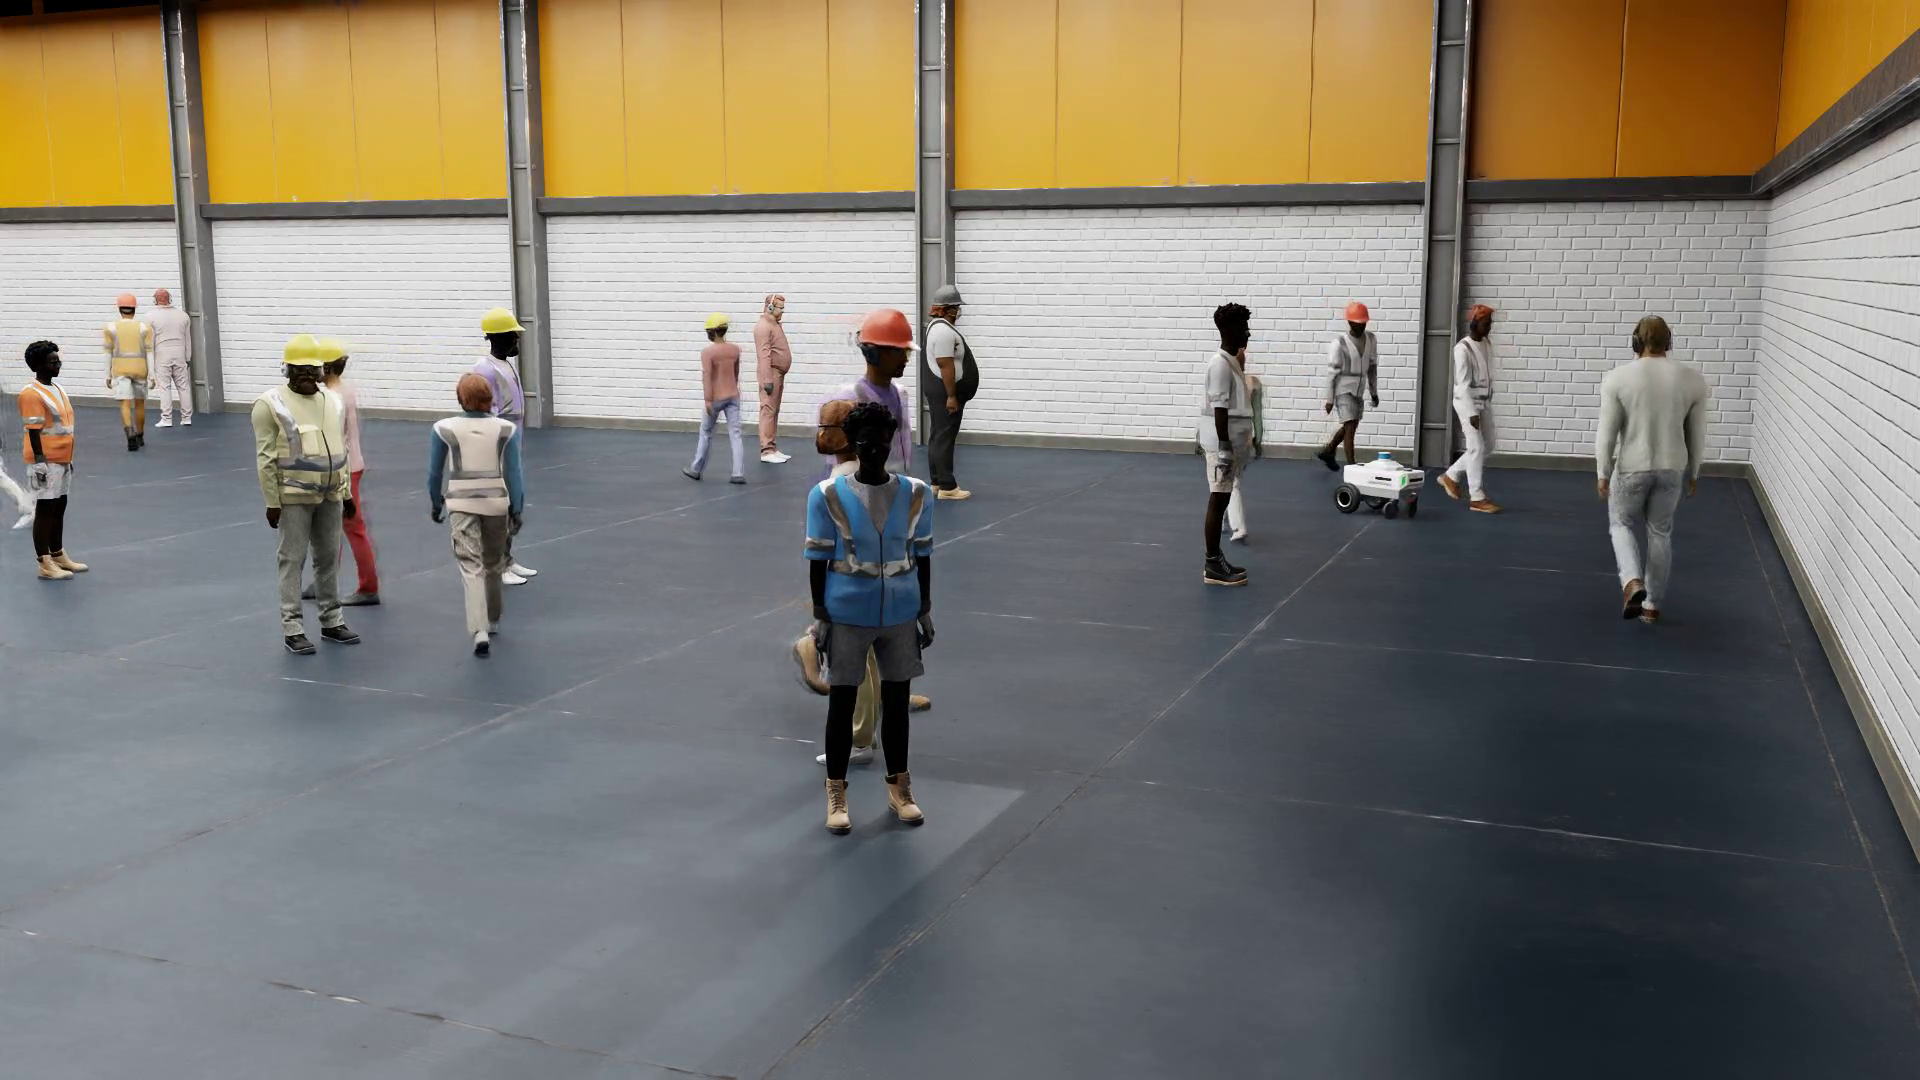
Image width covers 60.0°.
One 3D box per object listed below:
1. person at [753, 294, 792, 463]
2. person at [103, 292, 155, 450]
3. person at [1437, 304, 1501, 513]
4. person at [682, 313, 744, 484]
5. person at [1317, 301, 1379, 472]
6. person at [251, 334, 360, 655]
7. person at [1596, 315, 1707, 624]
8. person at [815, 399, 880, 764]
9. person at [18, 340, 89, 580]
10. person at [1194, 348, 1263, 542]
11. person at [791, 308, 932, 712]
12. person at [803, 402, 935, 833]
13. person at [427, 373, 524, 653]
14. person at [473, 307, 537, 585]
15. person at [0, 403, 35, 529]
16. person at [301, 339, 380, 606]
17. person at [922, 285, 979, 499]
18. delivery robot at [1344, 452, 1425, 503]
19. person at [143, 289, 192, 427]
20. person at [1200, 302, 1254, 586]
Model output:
[{"bbox_3d":[-2.107,-1.829,18.851,0.406,1.903,0.639,1,9,4],"label":"person"},{"bbox_3d":[-10.036,-2.040,20.124,0.552,1.908,0.890,-5,11,-27],"label":"person"},{"bbox_3d":[4.639,-1.196,15.115,0.632,1.867,0.774,-8,13,-42],"label":"person"},{"bbox_3d":[-2.505,-1.441,17.013,0.537,1.736,0.822,-9,13,-44],"label":"person"},{"bbox_3d":[3.972,-1.550,17.263,0.613,1.884,0.889,-5,11,-29],"label":"person"},{"bbox_3d":[-3.753,-0.269,9.609,0.404,1.830,0.593,6,11,32],"label":"person"},{"bbox_3d":[4.242,-0.416,10.229,0.653,1.919,0.515,1,9,8],"label":"person"},{"bbox_3d":[-0.506,0.186,7.444,0.279,1.634,0.497,1,9,6],"label":"person"},{"bbox_3d":[-6.459,-0.568,11.825,0.315,1.696,0.541,-1,9,-8],"label":"person"},{"bbox_3d":[2.193,-0.795,13.514,0.534,1.593,0.870,-2,10,-14],"label":"person"},{"bbox_3d":[-0.470,-0.141,8.274,0.615,2.022,0.610,4,10,24],"label":"person"},{"bbox_3d":[-0.347,0.301,6.556,0.535,1.697,0.318,-3,10,-19],"label":"person"},{"bbox_3d":[-2.806,-0.167,9.687,0.515,1.604,0.838,-4,10,-25],"label":"person"},{"bbox_3d":[-3.200,-0.657,11.650,0.352,1.929,0.594,0,9,-1],"label":"person"},{"bbox_3d":[-8.194,-0.870,13.980,0.833,1.599,0.513,-1,9,-6],"label":"person"},{"bbox_3d":[-4.138,-0.424,10.787,0.718,1.740,0.546,-1,9,-6],"label":"person"},{"bbox_3d":[-0.088,-1.420,15.949,0.535,2.000,0.675,-2,10,-12],"label":"person"},{"bbox_3d":[3.779,-0.541,14.830,0.477,0.478,0.707,-7,12,-37],"label":"delivery robot"},{"bbox_3d":[-10.922,-2.502,22.920,0.399,1.905,0.643,7,12,38],"label":"person"},{"bbox_3d":[1.867,-0.676,11.660,0.366,1.967,0.603,2,10,11],"label":"person"}]
